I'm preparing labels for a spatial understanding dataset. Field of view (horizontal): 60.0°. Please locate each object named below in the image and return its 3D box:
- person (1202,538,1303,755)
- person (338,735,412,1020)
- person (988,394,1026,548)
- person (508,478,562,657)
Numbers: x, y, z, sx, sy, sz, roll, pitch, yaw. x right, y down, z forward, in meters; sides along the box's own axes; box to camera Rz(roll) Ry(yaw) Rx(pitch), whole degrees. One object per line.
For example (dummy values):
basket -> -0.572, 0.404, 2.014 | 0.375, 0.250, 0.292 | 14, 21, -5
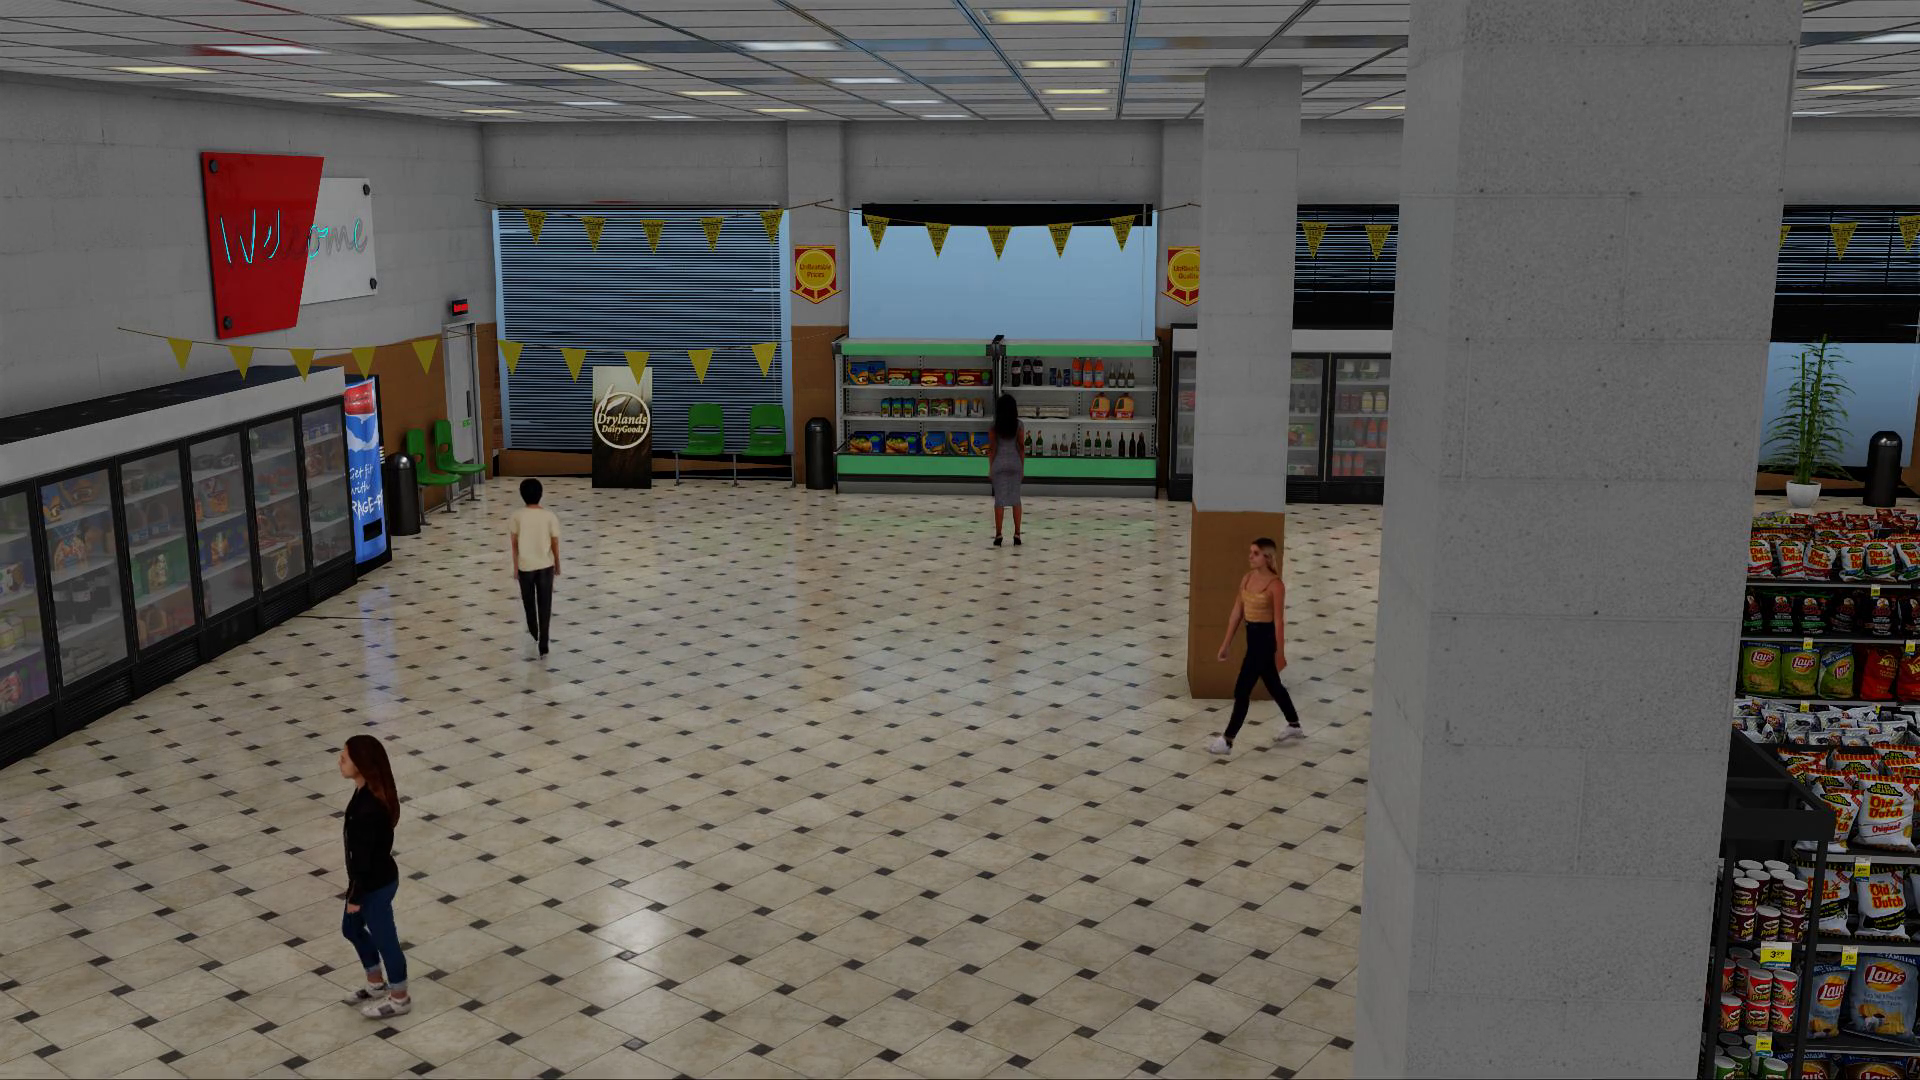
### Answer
person -> 2.271, 0.787, 12.216 | 1.213, 1.578, 0.969 | -6, 13, -25
person -> -2.839, 1.671, 8.268 | 0.678, 1.474, 0.653 | -5, 13, -21
person -> 0.546, -0.809, 19.300 | 0.511, 1.782, 0.679 | -1, 12, -5
person -> -3.751, 0.275, 14.720 | 0.998, 1.547, 0.846 | -2, 12, -11
